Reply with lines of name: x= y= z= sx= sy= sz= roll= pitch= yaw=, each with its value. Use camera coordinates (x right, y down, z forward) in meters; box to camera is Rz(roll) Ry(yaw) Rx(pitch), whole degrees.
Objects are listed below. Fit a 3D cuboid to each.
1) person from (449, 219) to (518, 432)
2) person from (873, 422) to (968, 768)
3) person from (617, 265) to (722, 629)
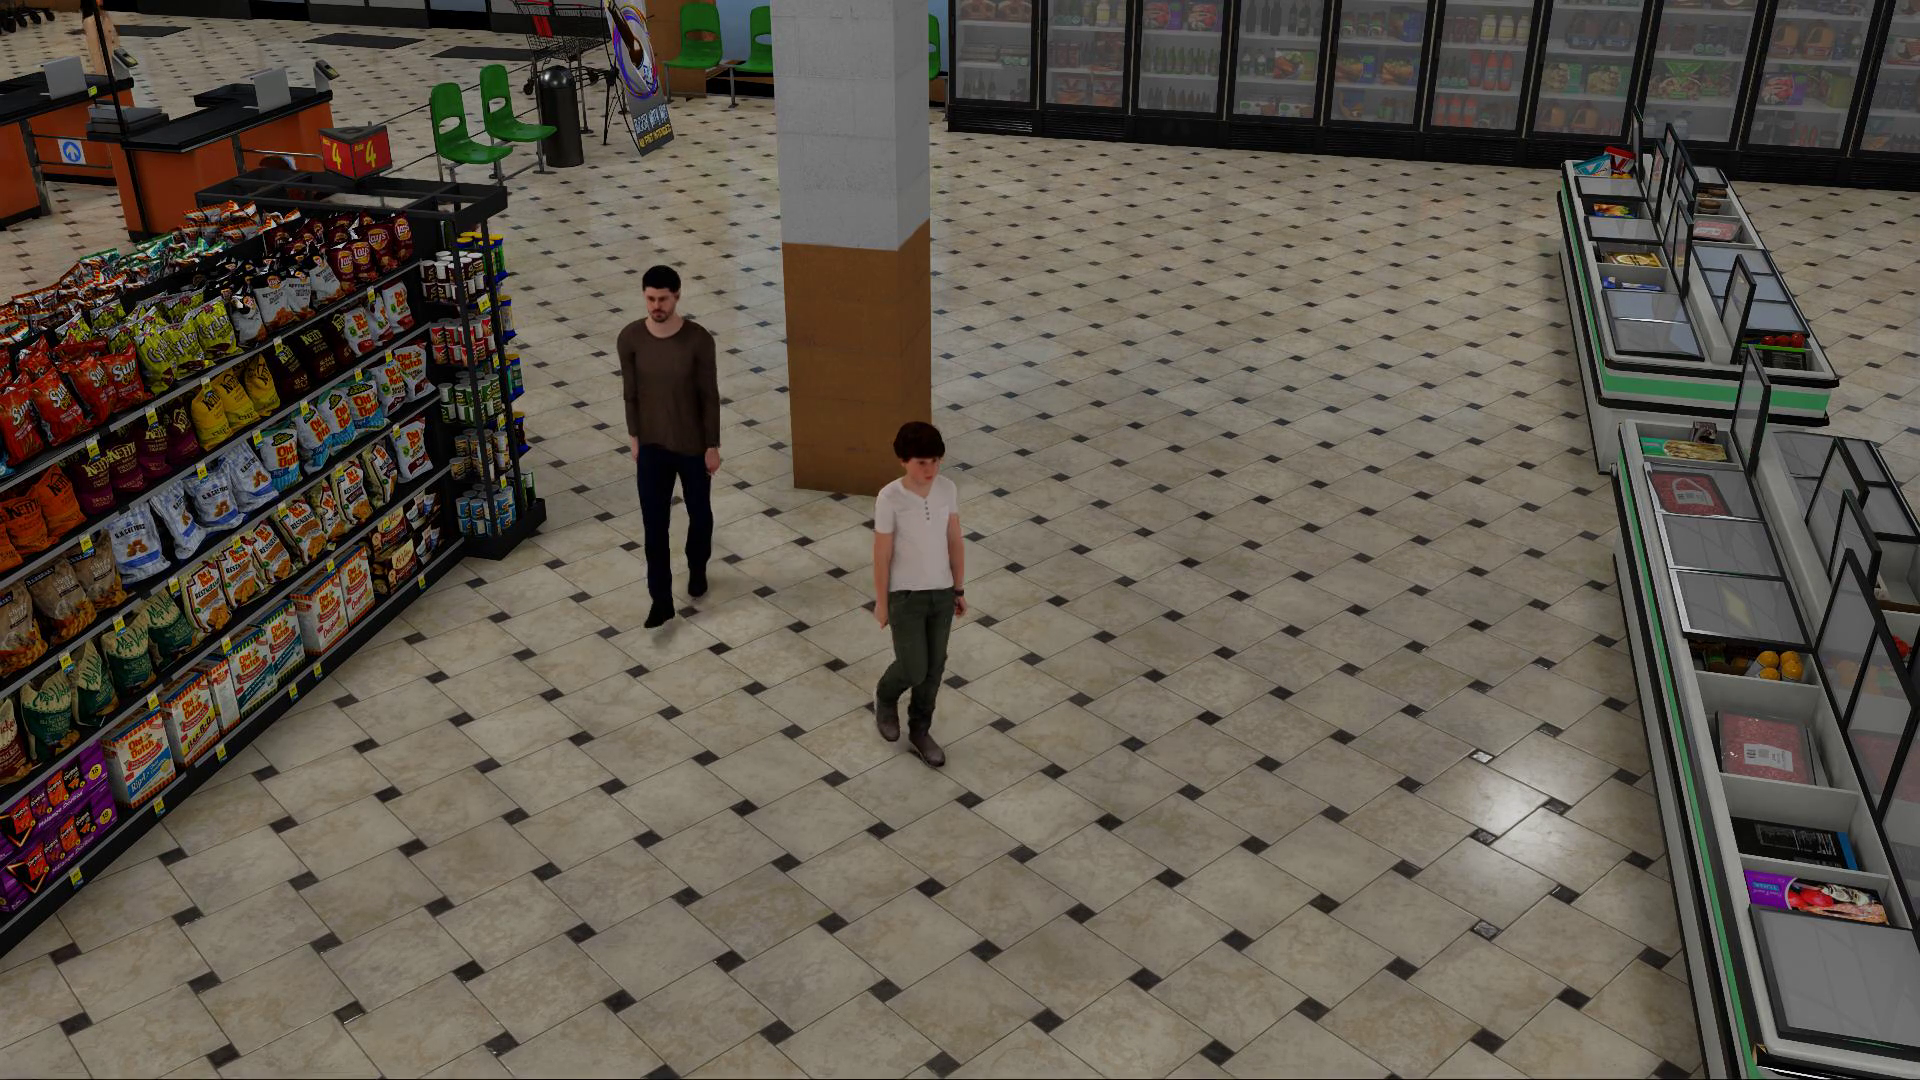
person: x=-3.012 y=-1.247 z=10.287 sx=0.643 sy=1.598 sz=0.528 roll=5 pitch=27 yaw=10
person: x=-0.215 y=0.213 z=7.358 sx=0.769 sy=1.644 sz=0.823 roll=-16 pitch=31 yaw=-29
person: x=-1.454 y=-0.537 z=8.604 sx=0.816 sy=1.856 sz=1.058 roll=0 pitch=27 yaw=-1
